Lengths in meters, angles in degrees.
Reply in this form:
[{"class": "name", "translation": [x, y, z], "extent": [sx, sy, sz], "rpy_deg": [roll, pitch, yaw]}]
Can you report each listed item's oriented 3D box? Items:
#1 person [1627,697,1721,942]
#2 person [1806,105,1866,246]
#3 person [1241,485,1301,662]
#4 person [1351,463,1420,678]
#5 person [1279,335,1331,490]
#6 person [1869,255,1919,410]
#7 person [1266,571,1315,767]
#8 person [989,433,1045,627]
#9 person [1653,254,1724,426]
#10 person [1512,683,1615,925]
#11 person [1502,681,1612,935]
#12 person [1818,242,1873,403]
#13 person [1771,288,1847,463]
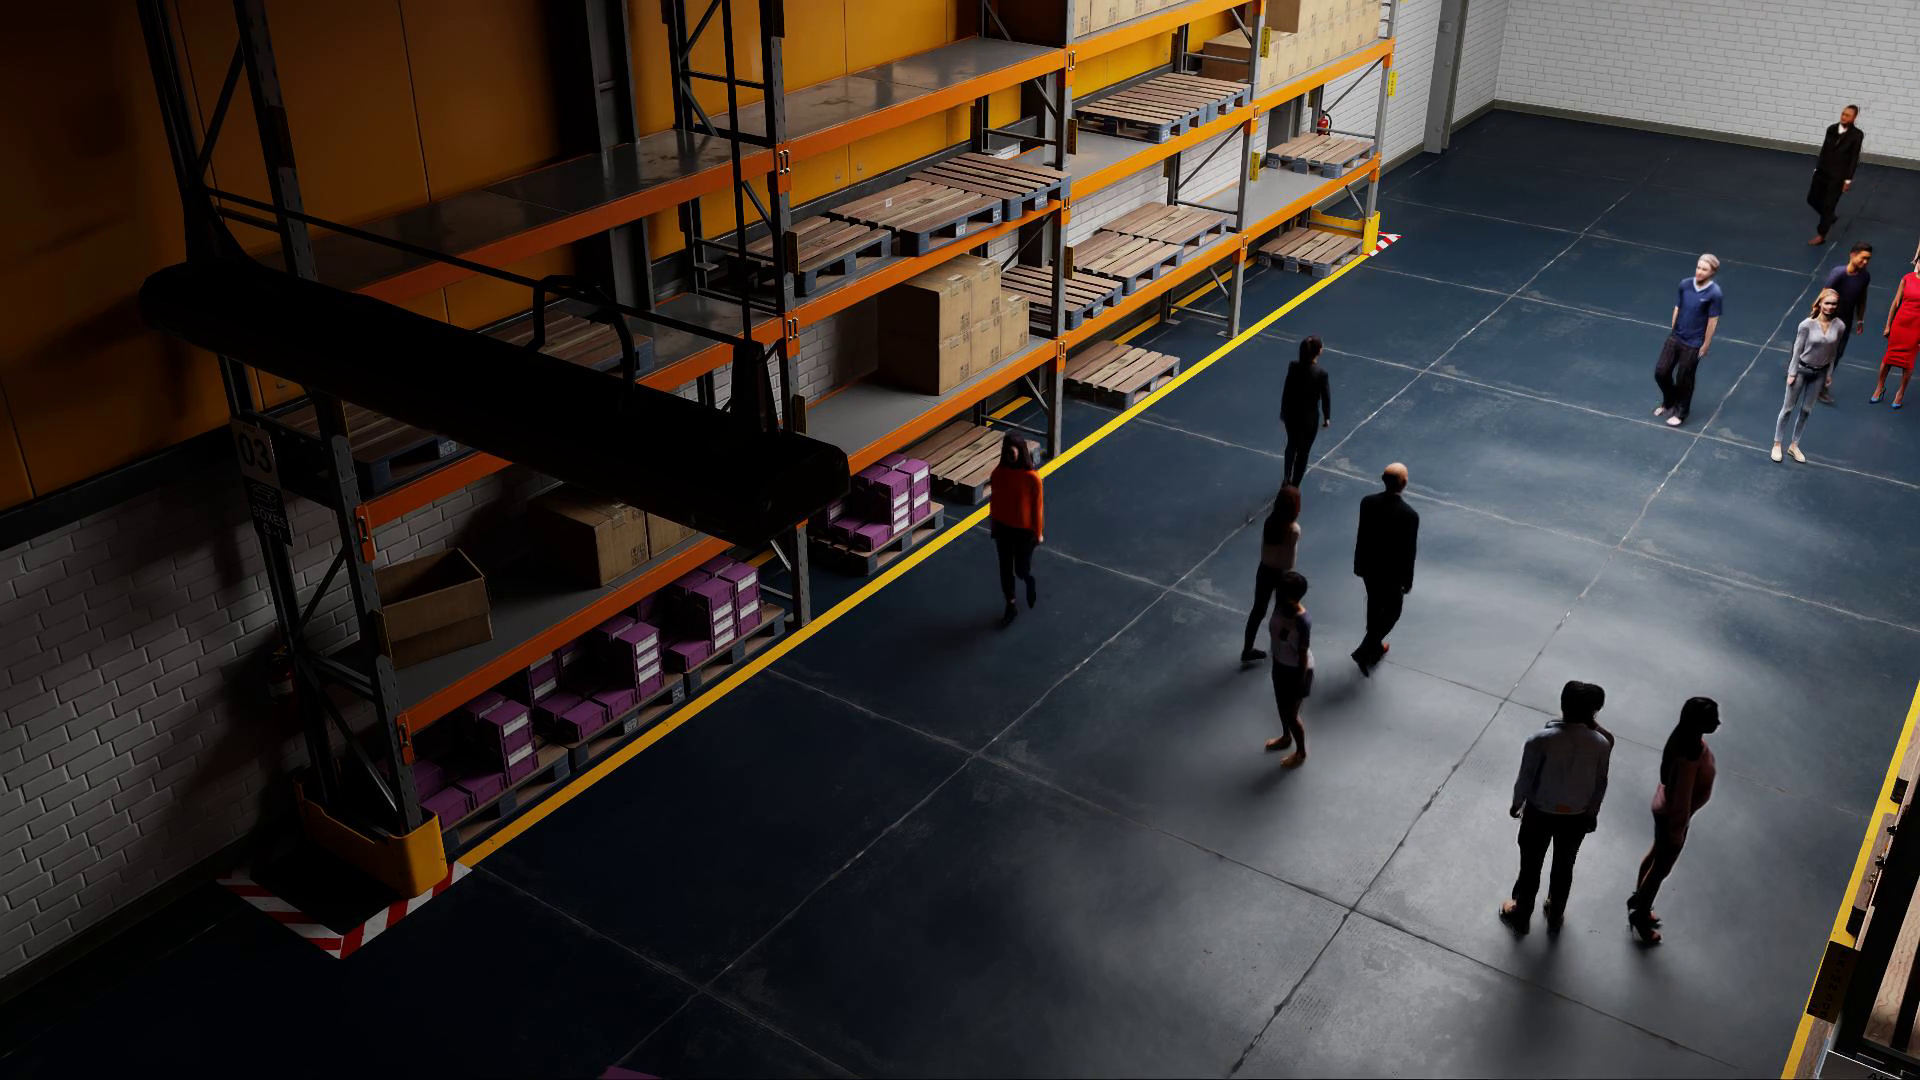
[{"class": "person", "translation": [4.417, 1.724, 10.344], "extent": [0.729, 1.813, 0.547], "rpy_deg": [11, 30, 19]}, {"class": "person", "translation": [11.863, -4.945, 22.485], "extent": [0.986, 1.894, 0.900], "rpy_deg": [-16, 32, -27]}, {"class": "person", "translation": [2.479, 0.326, 13.317], "extent": [1.057, 1.420, 0.668], "rpy_deg": [-23, 36, -35]}, {"class": "person", "translation": [3.282, 0.260, 13.059], "extent": [0.733, 1.782, 0.976], "rpy_deg": [23, 36, 36]}, {"class": "person", "translation": [3.188, -1.104, 15.646], "extent": [0.603, 1.700, 0.538], "rpy_deg": [19, 34, 30]}, {"class": "person", "translation": [10.100, -2.246, 17.693], "extent": [0.603, 1.743, 0.546], "rpy_deg": [25, 37, 37]}, {"class": "person", "translation": [2.431, 0.907, 12.117], "extent": [0.709, 1.549, 0.676], "rpy_deg": [-11, 31, -20]}, {"class": "person", "translation": [0.500, -0.115, 13.792], "extent": [0.683, 1.739, 0.737], "rpy_deg": [13, 31, 22]}, {"class": "person", "translation": [7.622, -2.095, 17.298], "extent": [0.752, 1.857, 0.760], "rpy_deg": [-19, 34, -31]}, {"class": "person", "translation": [3.817, 1.646, 10.525], "extent": [0.643, 1.776, 0.619], "rpy_deg": [10, 30, 18]}, {"class": "person", "translation": [3.725, 1.695, 10.401], "extent": [0.787, 1.808, 0.803], "rpy_deg": [-1, 29, -1]}, {"class": "person", "translation": [9.415, -2.379, 17.907], "extent": [0.890, 1.773, 0.950], "rpy_deg": [-2, 29, -4]}, {"class": "person", "translation": [8.435, -1.645, 16.537], "extent": [0.667, 1.796, 0.676], "rpy_deg": [2, 29, 4]}]
